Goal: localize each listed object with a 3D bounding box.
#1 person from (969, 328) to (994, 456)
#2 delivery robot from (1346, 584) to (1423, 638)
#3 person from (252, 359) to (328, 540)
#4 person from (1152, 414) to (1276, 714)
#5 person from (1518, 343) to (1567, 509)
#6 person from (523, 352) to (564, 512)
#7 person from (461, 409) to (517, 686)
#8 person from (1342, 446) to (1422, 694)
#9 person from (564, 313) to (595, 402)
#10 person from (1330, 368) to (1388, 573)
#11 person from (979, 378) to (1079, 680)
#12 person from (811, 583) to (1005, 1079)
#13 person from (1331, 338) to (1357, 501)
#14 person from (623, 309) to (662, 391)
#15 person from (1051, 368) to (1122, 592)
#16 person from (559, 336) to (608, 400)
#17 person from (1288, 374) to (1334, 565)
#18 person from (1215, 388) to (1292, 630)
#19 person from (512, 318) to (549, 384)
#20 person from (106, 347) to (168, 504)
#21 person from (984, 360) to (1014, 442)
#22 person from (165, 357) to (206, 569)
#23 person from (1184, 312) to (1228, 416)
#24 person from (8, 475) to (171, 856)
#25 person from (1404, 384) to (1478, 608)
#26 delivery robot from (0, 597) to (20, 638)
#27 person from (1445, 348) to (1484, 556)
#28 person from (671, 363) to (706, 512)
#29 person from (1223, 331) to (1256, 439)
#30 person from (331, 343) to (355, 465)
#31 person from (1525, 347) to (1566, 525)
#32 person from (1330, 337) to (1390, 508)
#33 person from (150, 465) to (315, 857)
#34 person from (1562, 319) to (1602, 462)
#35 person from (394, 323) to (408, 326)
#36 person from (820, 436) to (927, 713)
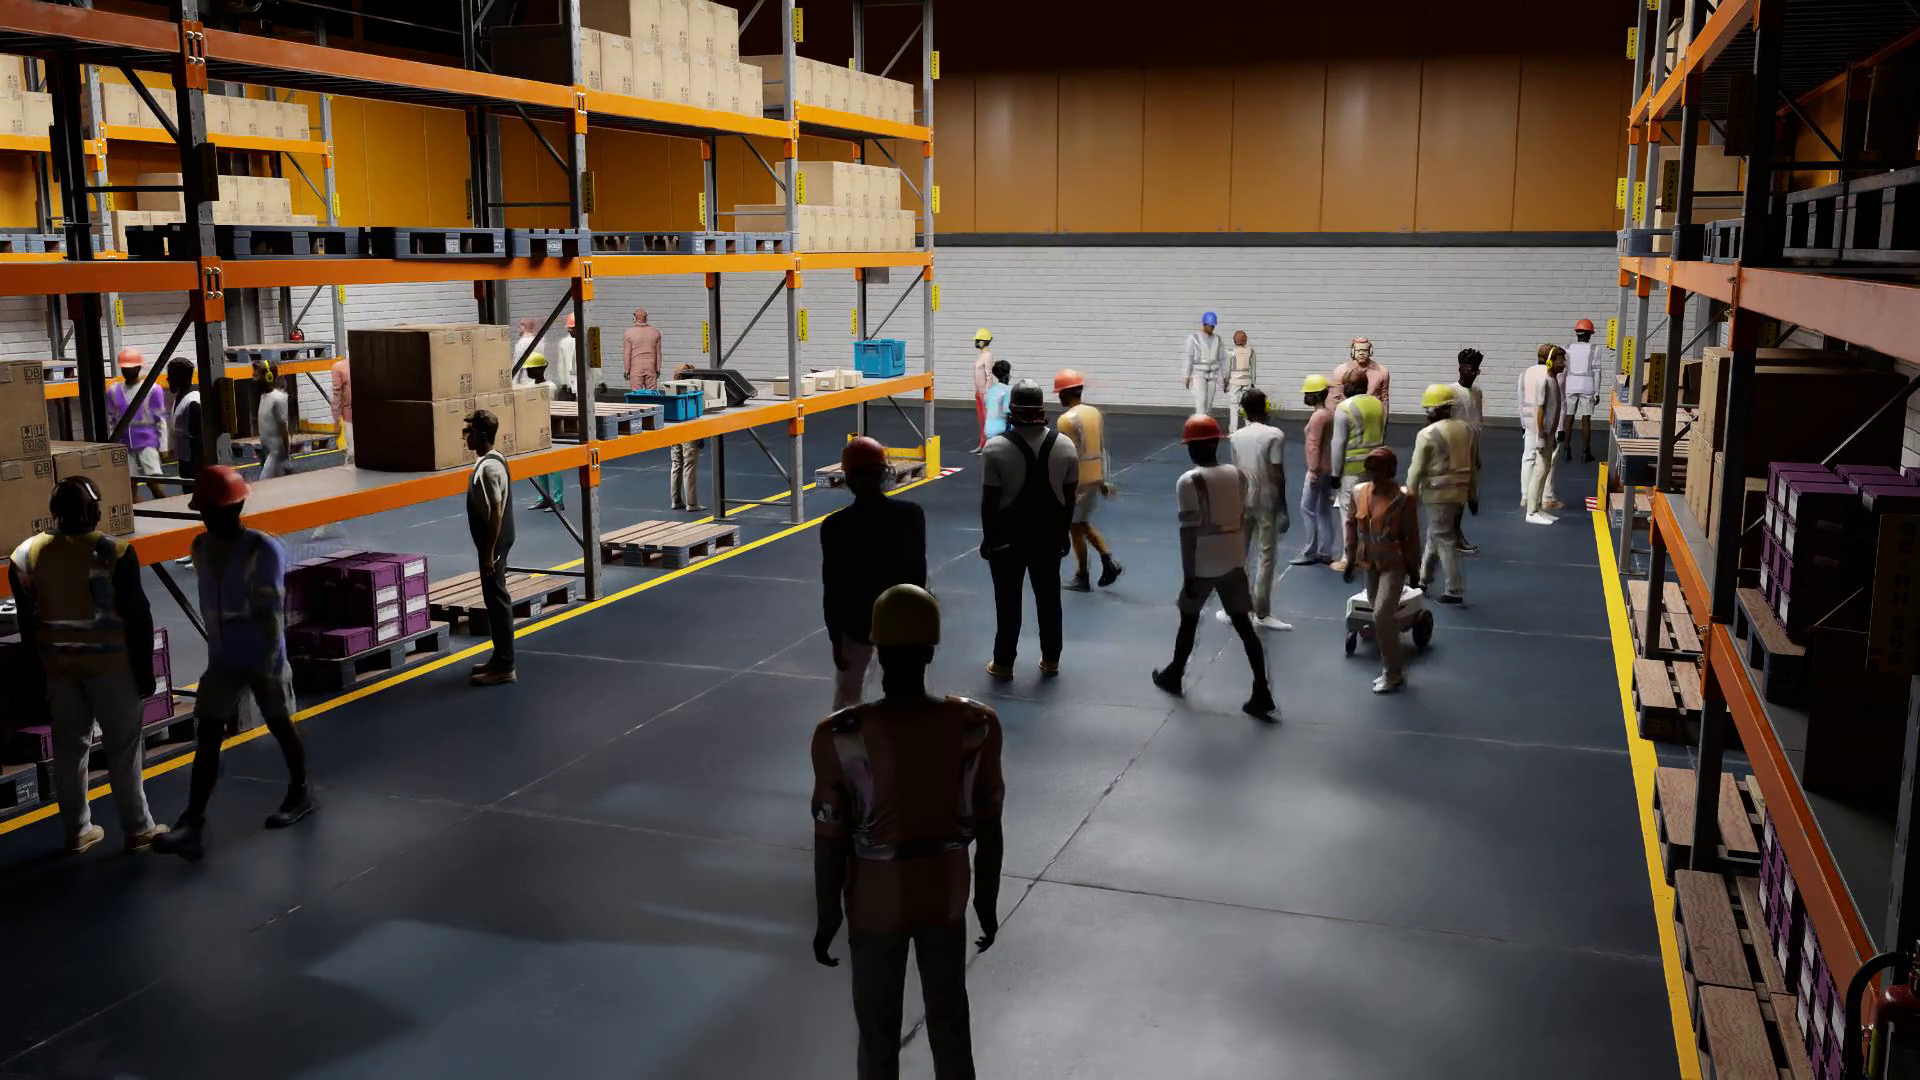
[{"bbox_3d":[0.319,-2.058,23.177,0.306,1.772,0.527,-3,11,-18],"label":"person"},{"bbox_3d":[3.075,0.478,12.031,0.477,0.478,0.707,7,12,35],"label":"delivery robot"},{"bbox_3d":[-6.643,-0.857,16.239,0.886,1.840,0.525,-7,12,-36],"label":"person"},{"bbox_3d":[1.628,0.150,10.519,0.562,1.867,1.089,-5,11,-26],"label":"person"},{"bbox_3d":[6.499,-1.261,18.497,0.429,1.840,0.629,-5,11,-28],"label":"person"},{"bbox_3d":[-4.601,-1.180,18.275,0.528,1.761,0.341,8,13,37],"label":"person"},{"bbox_3d":[-3.143,0.046,11.109,0.331,1.844,0.520,-2,10,-13],"label":"person"},{"bbox_3d":[2.753,0.188,10.955,0.583,1.611,0.509,-7,12,-34],"label":"person"},{"bbox_3d":[-5.006,-1.980,21.963,0.371,2.044,0.608,-2,10,-10],"label":"person"},{"bbox_3d":[3.563,-0.623,14.952,0.617,1.828,0.431,-7,13,-36],"label":"person"},{"bbox_3d":[0.429,-0.079,11.267,0.689,2.000,0.539,-3,11,-19],"label":"person"},{"bbox_3d":[-0.162,1.083,5.040,0.594,1.926,0.367,-3,11,-17],"label":"person"},{"bbox_3d":[4.493,-1.339,18.810,0.345,1.881,0.579,-6,12,-30],"label":"person"},{"bbox_3d":[-5.099,-2.745,26.658,0.642,1.908,0.407,-6,12,-32],"label":"person"},{"bbox_3d":[1.011,-0.486,13.958,0.553,1.905,0.562,7,12,34],"label":"person"},{"bbox_3d":[-5.315,-2.254,23.735,0.628,1.966,0.827,6,12,30],"label":"person"},{"bbox_3d":[3.245,-0.629,15.170,0.386,1.754,0.550,5,11,25],"label":"person"},{"bbox_3d":[2.285,-0.230,12.721,0.345,1.835,0.663,-8,13,-37],"label":"person"},{"bbox_3d":[-6.392,-2.364,24.662,0.990,1.857,0.664,3,11,17],"label":"person"},{"bbox_3d":[-8.156,-0.943,16.439,0.564,1.929,0.468,0,10,-2],"label":"person"},{"bbox_3d":[0.451,-1.136,18.264,0.386,1.662,0.675,-5,11,-25],"label":"person"},{"bbox_3d":[-6.959,-0.696,15.115,0.381,1.912,0.608,-7,12,-35],"label":"person"},{"bbox_3d":[3.721,-2.431,24.825,0.634,1.919,0.797,-3,11,-18],"label":"person"},{"bbox_3d":[-4.149,0.606,7.967,0.625,1.845,0.429,0,10,1],"label":"person"},{"bbox_3d":[3.859,-0.371,13.601,0.605,1.791,0.844,-7,12,-35],"label":"person"},{"bbox_3d":[-6.528,0.535,11.728,0.477,0.478,0.707,1,10,7],"label":"delivery robot"},{"bbox_3d":[4.731,-0.831,15.723,0.603,1.962,0.372,-9,13,-40],"label":"person"},{"bbox_3d":[-3.029,-1.128,18.328,0.511,1.633,0.313,9,13,40],"label":"person"},{"bbox_3d":[4.224,-2.336,25.114,0.518,1.636,0.312,-2,10,-11],"label":"person"},{"bbox_3d":[-6.744,-1.374,18.737,0.665,1.988,0.389,-7,12,-35],"label":"person"},{"bbox_3d":[6.189,-1.101,17.520,0.310,1.863,0.533,6,12,32],"label":"person"},{"bbox_3d":[4.432,-1.293,18.479,0.646,1.908,0.408,1,10,8],"label":"person"},{"bbox_3d":[-3.514,0.574,8.050,0.550,1.874,0.987,3,10,15],"label":"person"},{"bbox_3d":[8.398,-2.020,22.515,0.542,1.928,0.374,7,12,33],"label":"person"},{"bbox_3d":[-7.700,-2.118,23.307,0.373,1.840,0.571,-7,13,-36],"label":"person"},{"bbox_3d":[-0.440,0.425,8.740,0.629,1.941,1.045,-4,11,-23],"label":"person"}]
